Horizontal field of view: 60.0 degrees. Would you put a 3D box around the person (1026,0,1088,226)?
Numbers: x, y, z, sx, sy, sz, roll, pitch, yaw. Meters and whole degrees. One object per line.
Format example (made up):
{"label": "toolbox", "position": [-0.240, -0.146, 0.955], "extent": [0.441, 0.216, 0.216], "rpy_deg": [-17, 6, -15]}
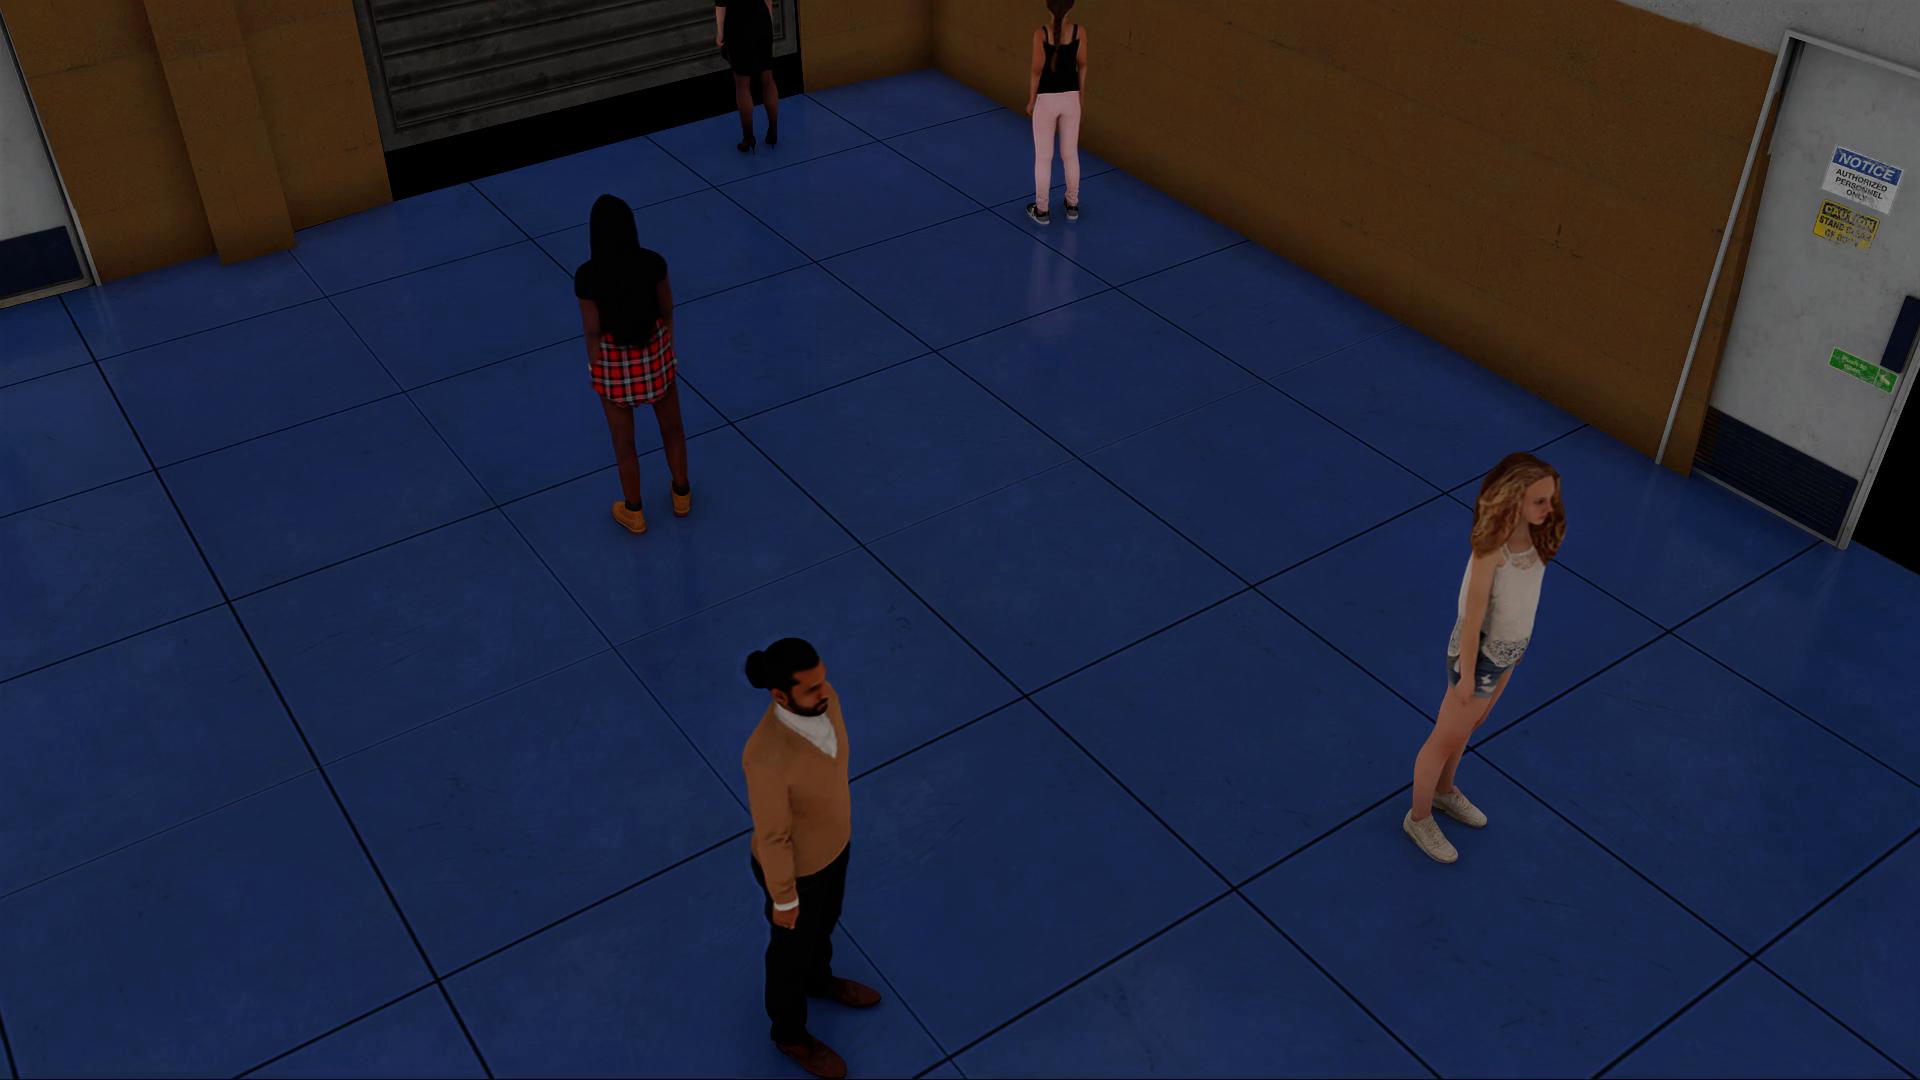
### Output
{"label": "person", "position": [0.614, -2.767, 10.530], "extent": [0.542, 1.564, 0.660], "rpy_deg": [-9, 38, -11]}

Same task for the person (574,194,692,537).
{"label": "person", "position": [-1.526, -0.813, 7.791], "extent": [0.546, 1.728, 0.681], "rpy_deg": [-19, 41, -24]}

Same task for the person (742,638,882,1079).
{"label": "person", "position": [-0.500, 0.999, 5.356], "extent": [0.814, 1.754, 0.720], "rpy_deg": [11, 38, 15]}

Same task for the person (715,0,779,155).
{"label": "person", "position": [-1.453, -3.477, 11.346], "extent": [0.444, 1.704, 0.654], "rpy_deg": [-20, 41, -25]}

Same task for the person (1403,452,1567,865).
{"label": "person", "position": [1.906, 0.424, 6.117], "extent": [0.673, 1.759, 0.519], "rpy_deg": [29, 46, 33]}
